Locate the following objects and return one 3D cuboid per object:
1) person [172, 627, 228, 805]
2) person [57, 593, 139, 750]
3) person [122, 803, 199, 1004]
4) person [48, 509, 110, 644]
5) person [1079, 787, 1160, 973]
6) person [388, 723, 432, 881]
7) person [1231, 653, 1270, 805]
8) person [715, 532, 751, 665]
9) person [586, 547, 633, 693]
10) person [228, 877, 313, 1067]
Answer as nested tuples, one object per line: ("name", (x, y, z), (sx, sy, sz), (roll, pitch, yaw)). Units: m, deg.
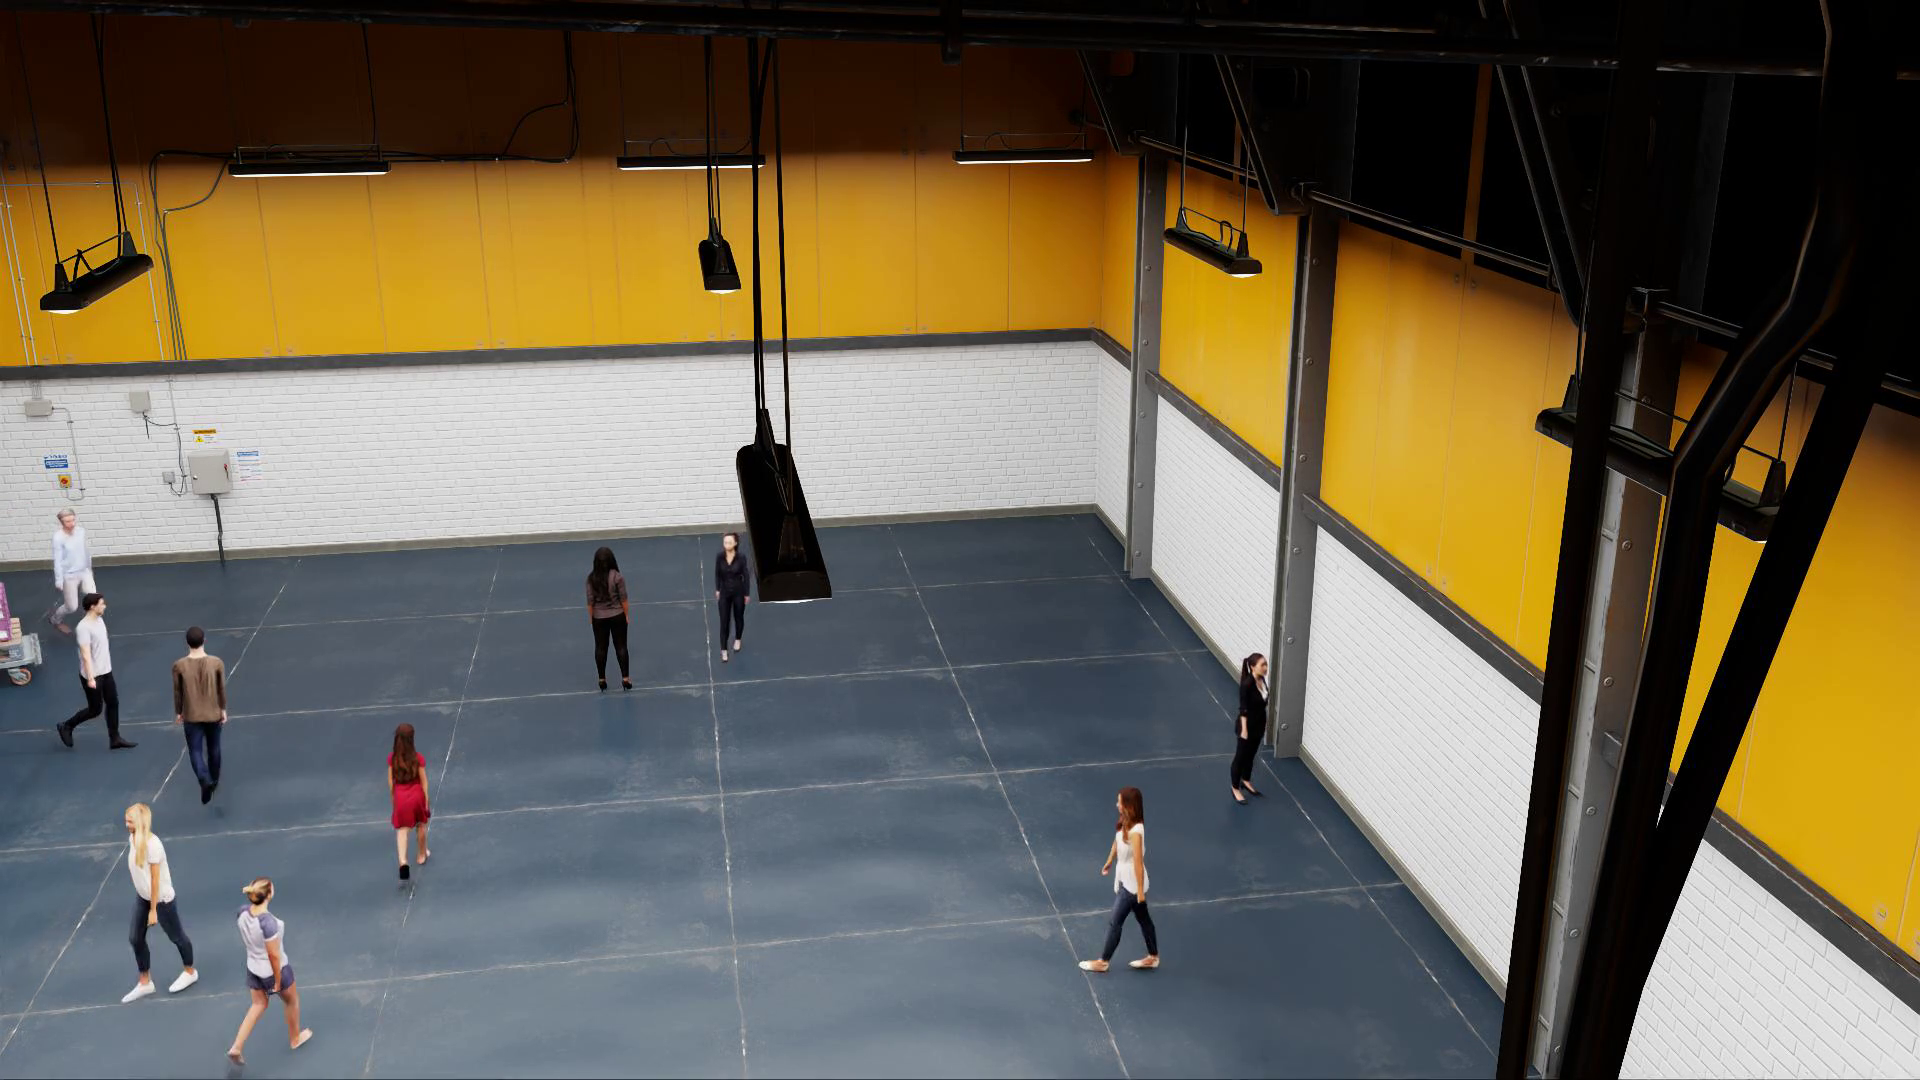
("person", (-7.957, 1.865, 17.468), (0.899, 1.861, 1.171), (-11, 21, -29))
("person", (-9.742, 1.506, 18.574), (0.894, 1.834, 1.050), (1, 19, 4))
("person", (-6.740, 3.027, 14.132), (0.877, 1.787, 0.944), (11, 22, 30))
("person", (-11.557, 0.474, 21.598), (1.188, 1.860, 1.191), (8, 20, 23))
("person", (1.594, 2.958, 14.386), (0.783, 1.755, 0.932), (0, 19, 1))
("person", (-5.327, 2.524, 16.021), (0.558, 1.535, 0.925), (-2, 19, -7))
("person", (3.056, 1.954, 17.515), (0.737, 1.660, 0.686), (14, 23, 36))
("person", (-2.885, 0.699, 21.220), (0.757, 1.675, 1.050), (1, 19, 3))
("person", (-4.255, 0.964, 20.172), (0.680, 1.841, 0.645), (0, 19, 0))
("person", (-5.557, 3.439, 13.197), (0.885, 1.602, 1.013), (9, 21, 25))
